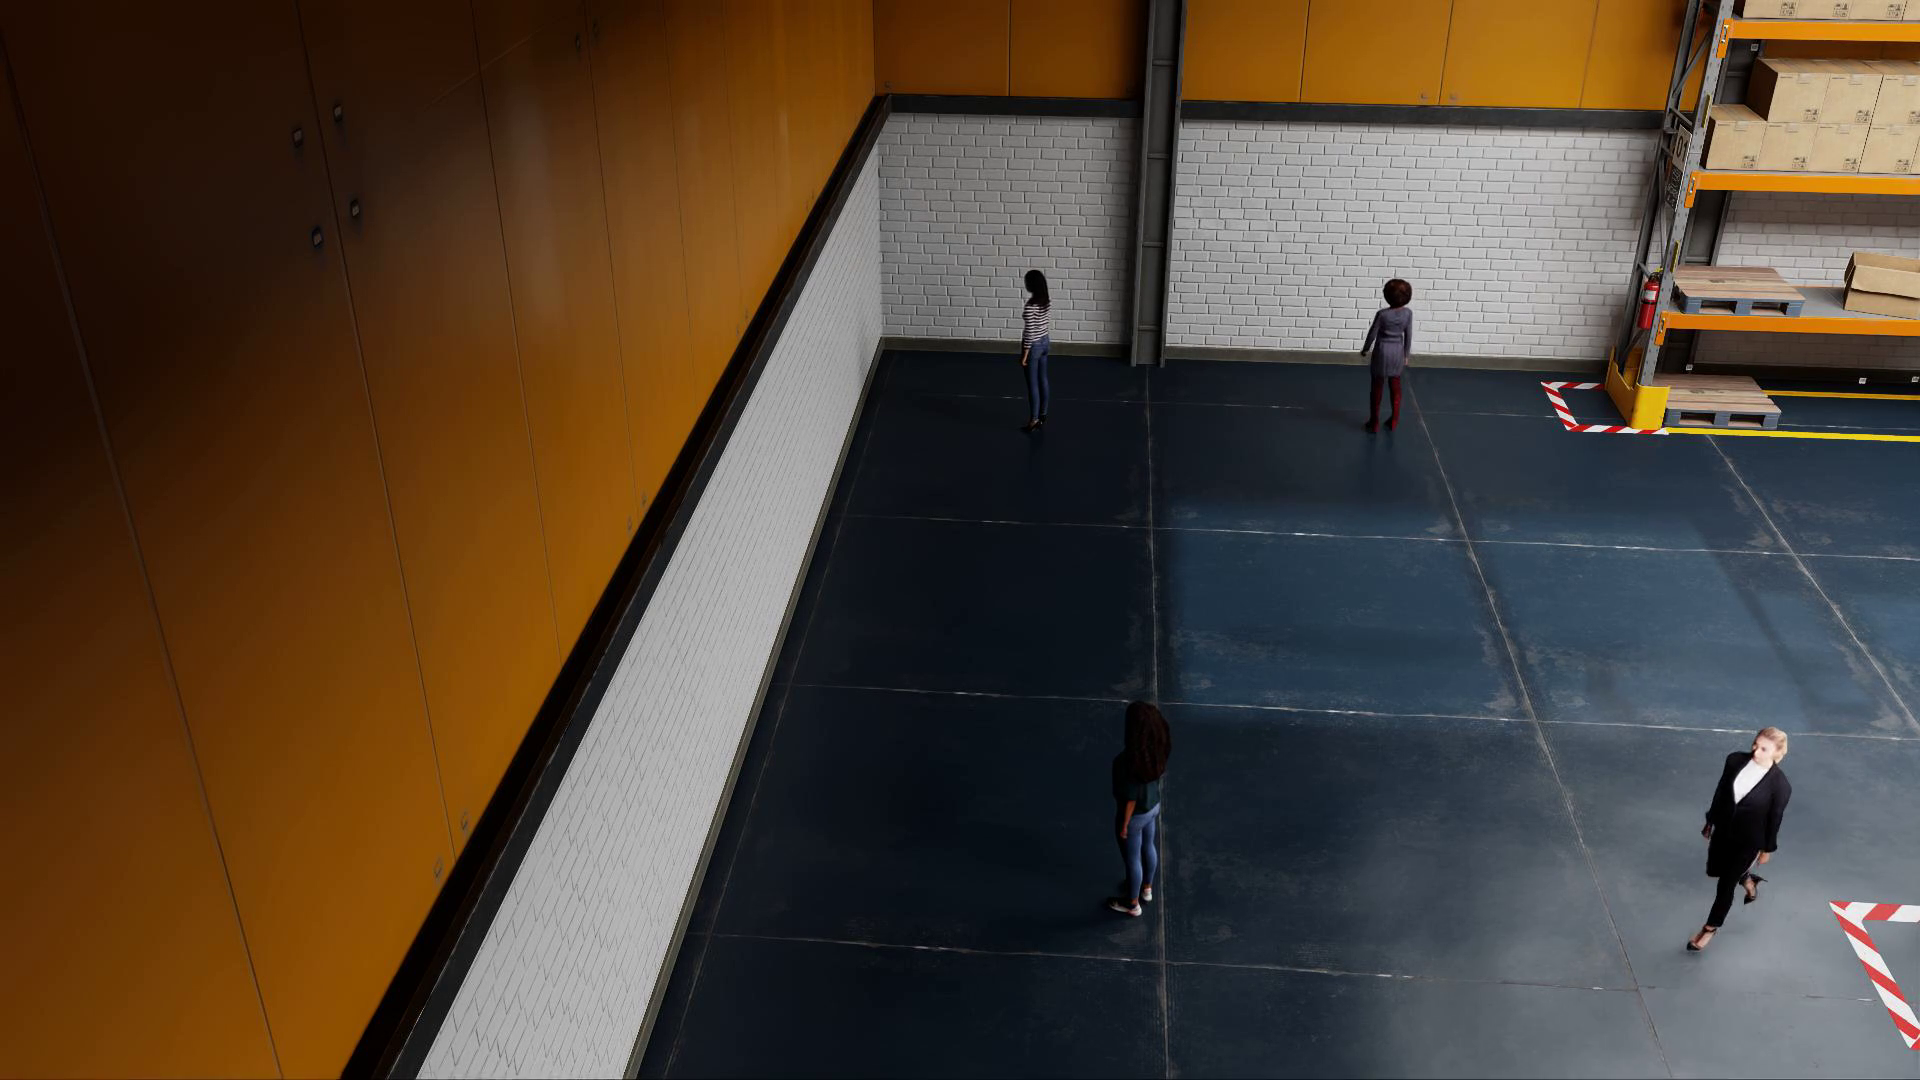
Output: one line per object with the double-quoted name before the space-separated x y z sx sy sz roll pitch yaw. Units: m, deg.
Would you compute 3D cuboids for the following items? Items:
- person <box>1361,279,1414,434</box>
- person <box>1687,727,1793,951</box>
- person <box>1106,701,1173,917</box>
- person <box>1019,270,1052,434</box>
"person" 4.525 -1.915 17.571 0.581 1.705 0.722 -3 29 -5
"person" 5.022 1.880 10.629 1.029 1.691 0.906 -15 32 -26
"person" 1.173 1.760 10.926 0.748 1.616 0.707 21 35 34
"person" 0.804 -2.002 17.636 0.659 1.796 0.660 19 34 30
